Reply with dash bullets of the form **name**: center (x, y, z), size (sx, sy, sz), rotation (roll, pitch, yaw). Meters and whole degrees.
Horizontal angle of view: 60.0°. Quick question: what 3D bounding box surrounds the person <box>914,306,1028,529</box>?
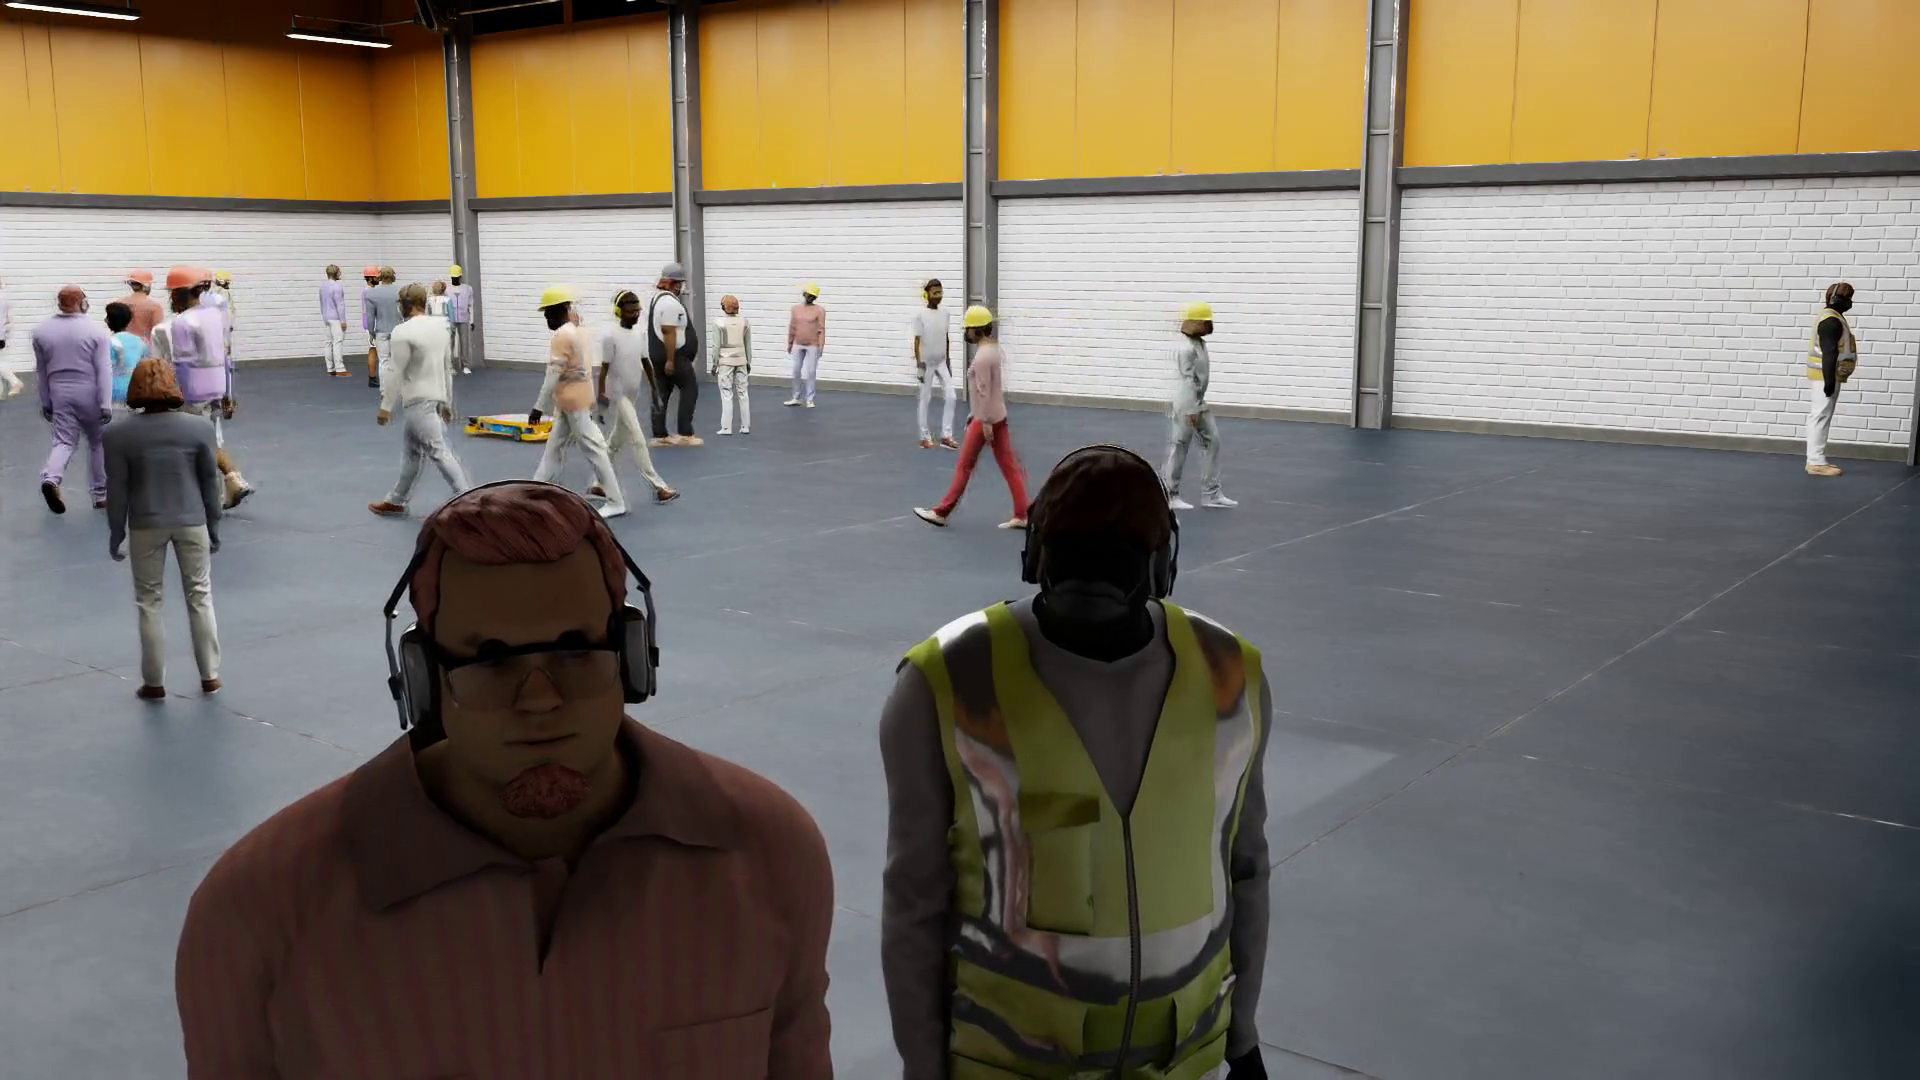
- **person**: center (0.127, -0.925, 12.746), size (0.926, 1.715, 0.531), rotation (3, 10, 17)

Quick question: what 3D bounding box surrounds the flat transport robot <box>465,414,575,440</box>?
- **flat transport robot**: center (-5.029, -1.312, 19.191), size (1.431, 0.197, 0.652), rotation (8, 13, 40)

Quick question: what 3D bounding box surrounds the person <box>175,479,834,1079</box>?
- **person**: center (-0.394, 0.888, 1.625), size (0.642, 1.909, 0.410), rotation (-5, 11, -26)

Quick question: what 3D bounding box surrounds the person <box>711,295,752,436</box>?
- **person**: center (-2.667, -2.039, 19.438), size (0.523, 1.639, 0.309), rotation (-7, 12, -35)

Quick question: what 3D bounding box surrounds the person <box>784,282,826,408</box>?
- **person**: center (-2.112, -2.673, 22.891), size (0.587, 1.731, 0.356), rotation (3, 10, 18)

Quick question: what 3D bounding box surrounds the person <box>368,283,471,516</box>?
- **person**: center (-4.271, -1.088, 13.194), size (1.030, 1.889, 0.649), rotation (2, 10, 11)

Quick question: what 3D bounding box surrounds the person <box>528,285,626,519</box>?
- **person**: center (-3.165, -1.086, 13.255), size (1.024, 1.852, 0.607), rotation (-1, 10, -8)

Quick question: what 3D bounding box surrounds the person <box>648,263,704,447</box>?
- **person**: center (-3.102, -2.035, 18.250), size (0.671, 2.000, 0.692), rotation (-5, 11, -27)

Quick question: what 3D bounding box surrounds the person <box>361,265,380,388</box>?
- **person**: center (-9.308, -3.390, 26.443), size (0.359, 1.938, 0.545), rotation (-4, 10, -21)

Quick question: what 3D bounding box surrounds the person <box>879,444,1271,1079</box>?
- **person**: center (0.192, 0.768, 2.524), size (0.623, 1.840, 0.430), rotation (-3, 10, -15)

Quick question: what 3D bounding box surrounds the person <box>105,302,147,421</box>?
- **person**: center (-7.493, -1.312, 15.061), size (0.524, 1.685, 0.534), rotation (2, 10, 9)

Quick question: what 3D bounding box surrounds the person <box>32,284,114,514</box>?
- **person**: center (-7.236, -1.146, 13.578), size (0.640, 1.880, 0.820), rotation (0, 10, -1)

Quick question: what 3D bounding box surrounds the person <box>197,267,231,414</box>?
- **person**: center (-9.904, -2.613, 21.920), size (0.550, 1.935, 0.374), rotation (-5, 11, -25)

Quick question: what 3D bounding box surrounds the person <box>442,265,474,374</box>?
- **person**: center (-8.864, -3.877, 29.335), size (0.584, 1.918, 0.381), rotation (-4, 11, -24)

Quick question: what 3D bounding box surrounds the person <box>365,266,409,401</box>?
- **person**: center (-8.224, -2.973, 24.009), size (0.633, 1.939, 0.368), rotation (-3, 10, -17)

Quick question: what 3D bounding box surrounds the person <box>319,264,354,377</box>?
- **person**: center (-10.768, -3.768, 28.636), size (0.627, 1.941, 0.374), rotation (8, 13, 40)

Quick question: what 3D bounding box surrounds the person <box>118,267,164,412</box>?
- **person**: center (-9.290, -2.086, 18.774), size (0.630, 1.973, 0.772), rotation (2, 10, 13)

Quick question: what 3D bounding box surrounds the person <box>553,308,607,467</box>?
- **person**: center (-3.766, -1.483, 16.351), size (0.824, 1.591, 0.532), rotation (6, 11, 32)

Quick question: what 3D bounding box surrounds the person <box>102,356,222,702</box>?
- **person**: center (-3.760, -0.051, 7.889), size (0.500, 1.632, 0.277), rotation (-6, 11, -31)

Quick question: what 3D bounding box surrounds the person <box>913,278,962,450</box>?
- **person**: center (-0.231, -1.876, 17.883), size (0.553, 1.843, 0.719), rotation (-7, 12, -37)

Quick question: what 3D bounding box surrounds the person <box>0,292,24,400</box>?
- **person**: center (-13.944, -2.919, 24.018), size (0.651, 1.827, 0.446), rotation (9, 14, 44)

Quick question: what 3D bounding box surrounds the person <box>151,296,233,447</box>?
- **person**: center (-6.278, -1.147, 13.587), size (0.608, 1.867, 0.477), rotation (-2, 10, -14)

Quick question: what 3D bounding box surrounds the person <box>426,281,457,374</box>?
- **person**: center (-9.119, -3.721, 29.232), size (0.523, 1.639, 0.306), rotation (2, 10, 13)

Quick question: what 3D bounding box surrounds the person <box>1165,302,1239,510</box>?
- **person**: center (2.006, -1.088, 13.677), size (0.728, 1.717, 0.506), rotation (5, 11, 26)

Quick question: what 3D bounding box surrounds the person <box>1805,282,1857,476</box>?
- **person**: center (8.371, -1.547, 16.001), size (0.430, 1.841, 0.624), rotation (5, 11, 26)

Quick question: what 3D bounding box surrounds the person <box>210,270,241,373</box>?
- **person**: center (-13.088, -3.875, 29.578), size (0.599, 1.827, 0.403), rotation (9, 13, 42)

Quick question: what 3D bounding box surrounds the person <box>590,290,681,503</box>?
- **person**: center (-2.778, -1.200, 14.076), size (0.938, 1.803, 0.618), rotation (4, 11, 22)

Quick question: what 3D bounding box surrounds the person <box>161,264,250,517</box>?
- **person**: center (-6.065, -1.176, 13.263), size (0.434, 2.032, 0.624), rotation (1, 10, 8)
